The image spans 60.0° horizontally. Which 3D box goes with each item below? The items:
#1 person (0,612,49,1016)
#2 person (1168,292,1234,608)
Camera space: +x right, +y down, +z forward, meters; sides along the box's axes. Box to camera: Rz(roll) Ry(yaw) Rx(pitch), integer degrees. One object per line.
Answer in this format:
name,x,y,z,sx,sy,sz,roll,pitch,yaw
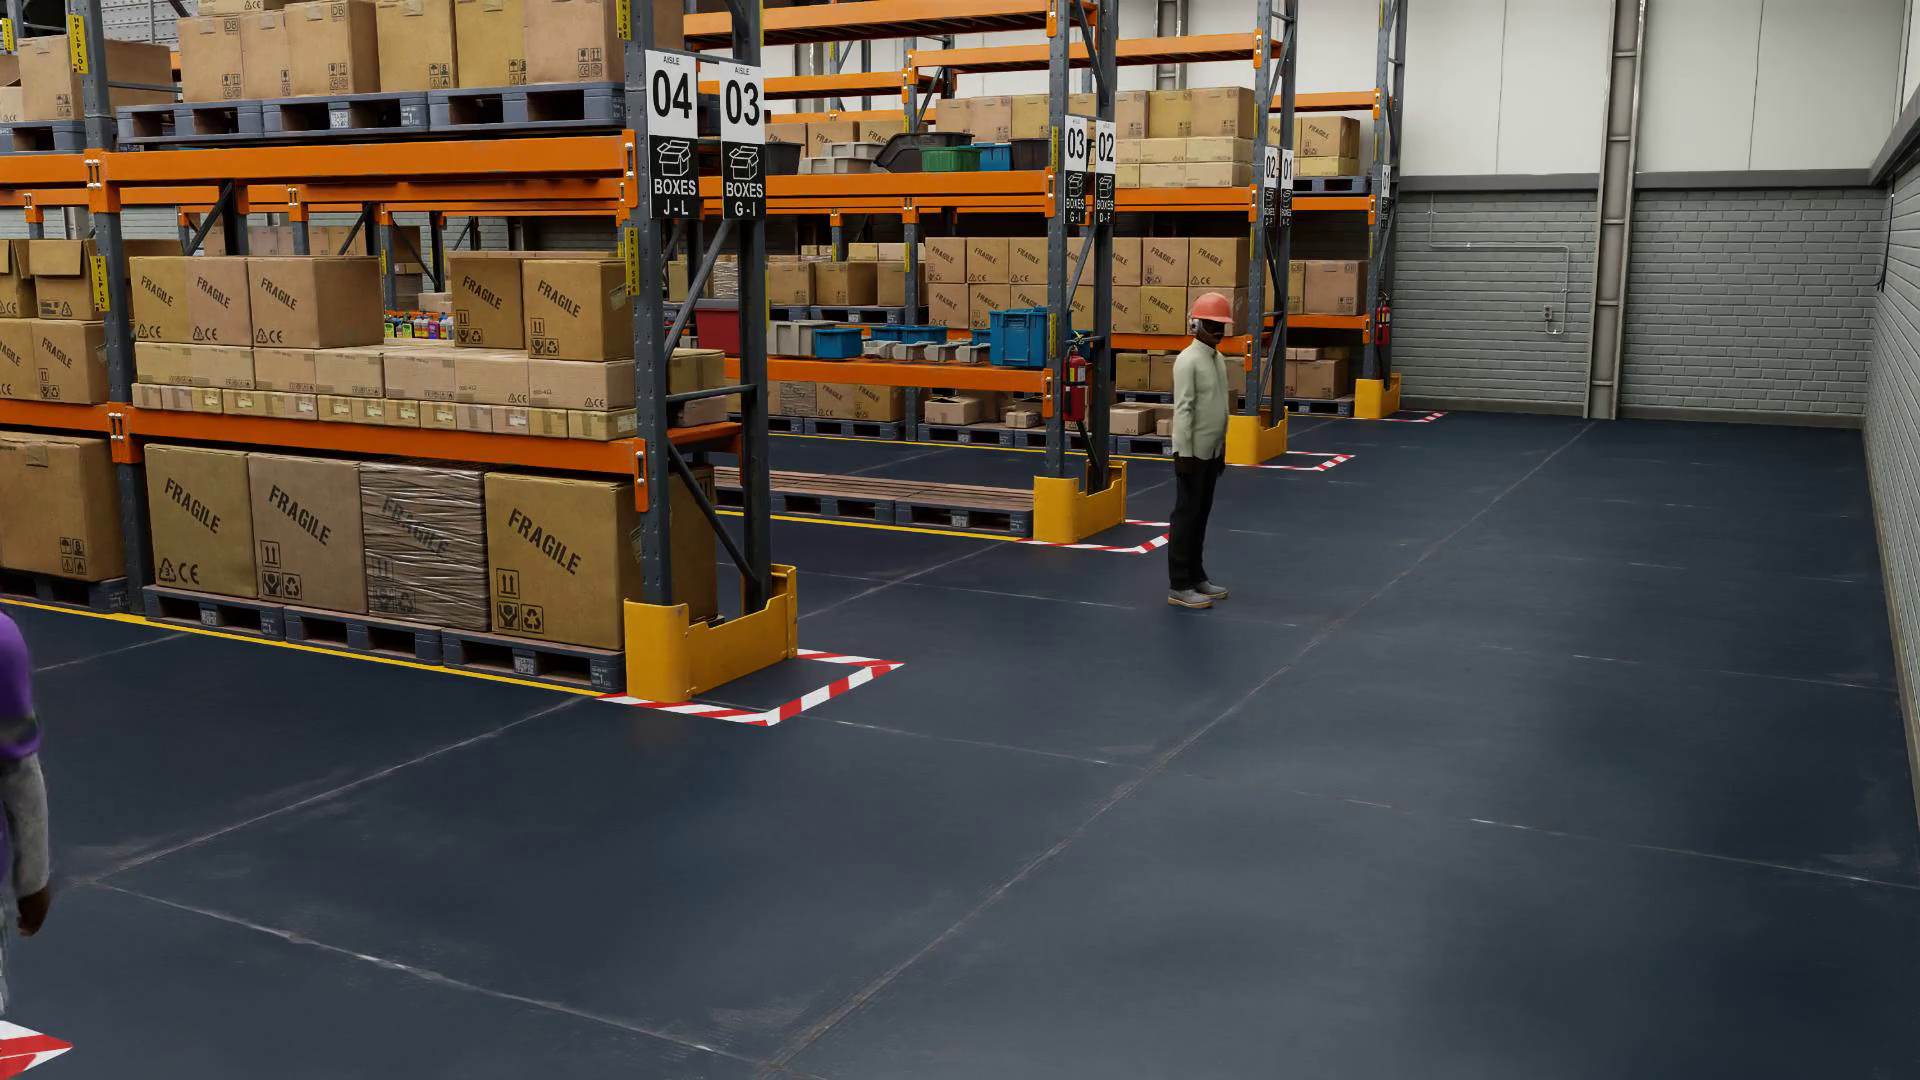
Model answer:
person,-2.334,0.757,3.626,0.556,1.885,0.953,-2,11,-12
person,1.548,-0.576,10.620,0.392,1.991,0.612,6,12,29
